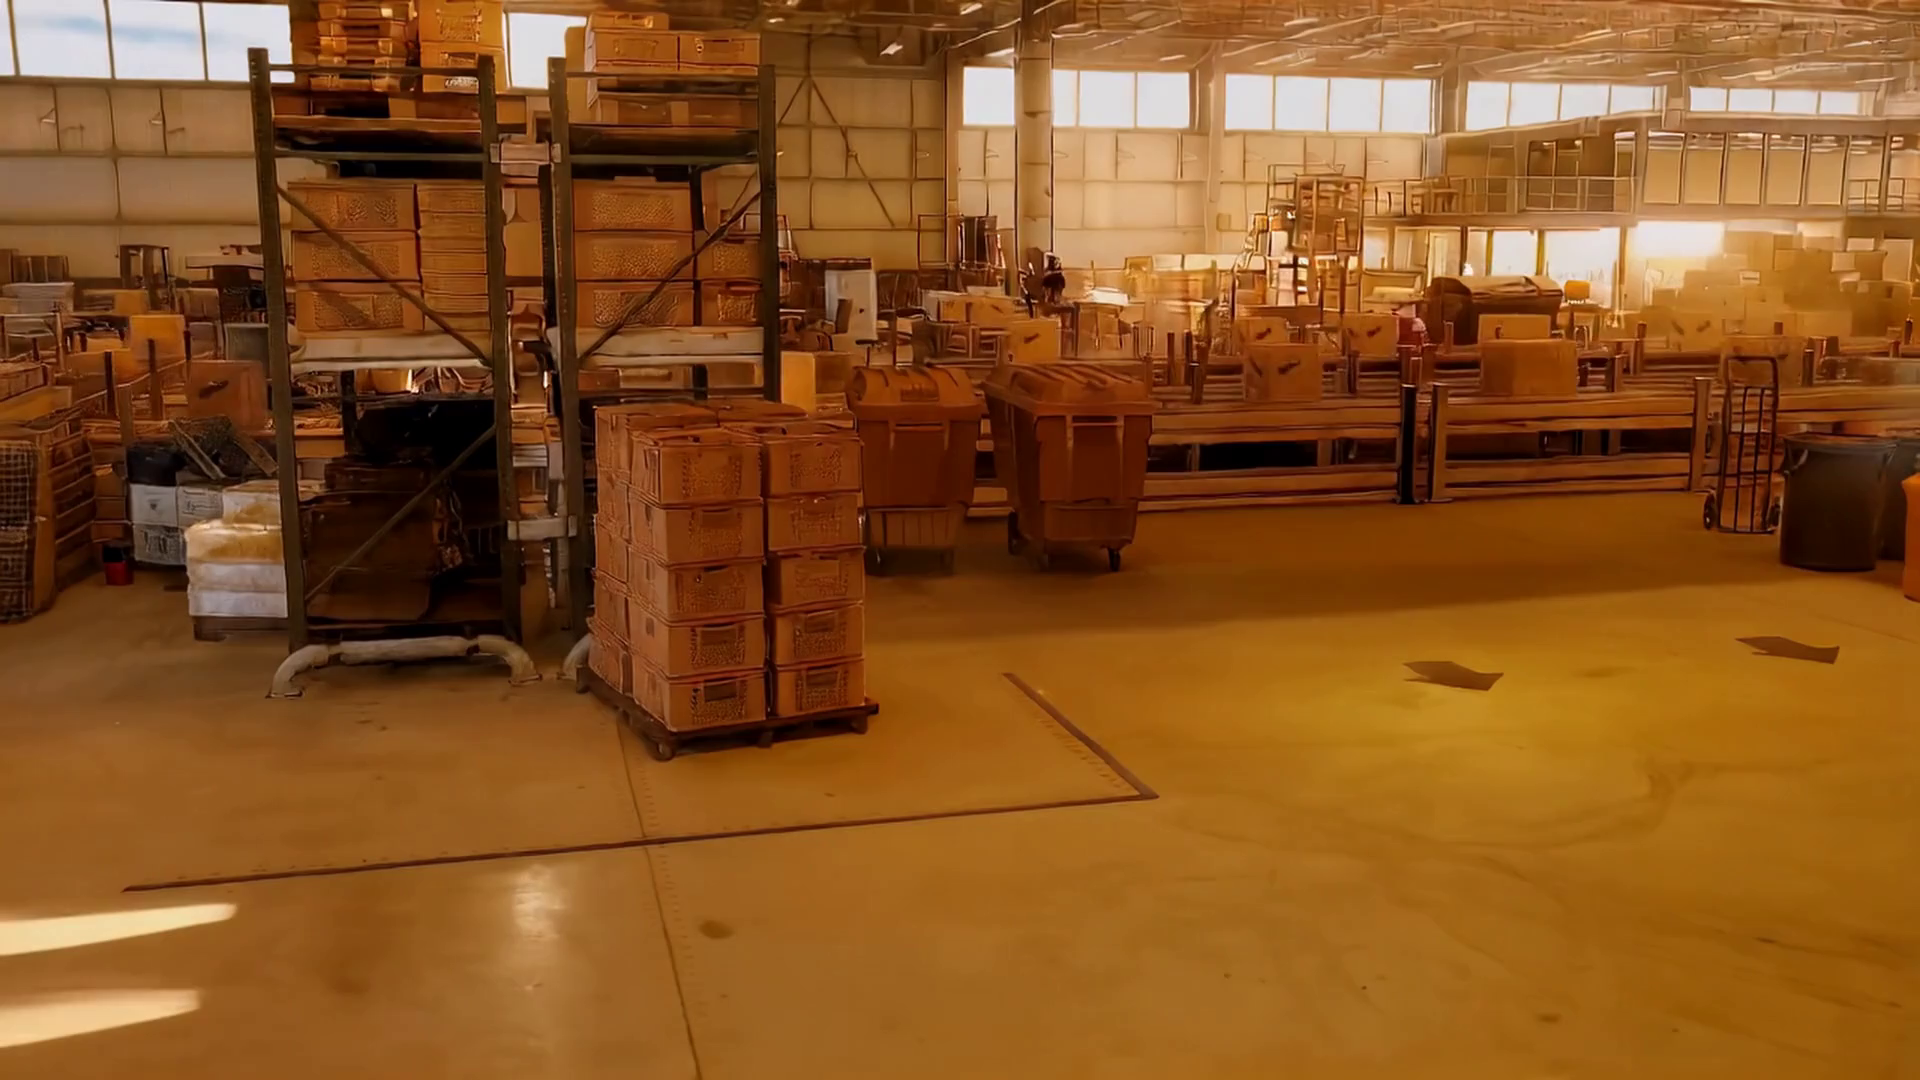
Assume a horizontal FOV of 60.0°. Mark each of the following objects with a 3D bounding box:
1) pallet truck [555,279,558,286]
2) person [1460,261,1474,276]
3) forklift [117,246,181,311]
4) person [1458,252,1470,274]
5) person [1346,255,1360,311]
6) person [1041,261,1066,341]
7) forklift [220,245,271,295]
[{"bbox_3d":[-10.604,-6.375,44.520,0.653,1.274,1.630,-3,10,-15],"label":"pallet truck"},{"bbox_3d":[12.681,-6.122,41.810,0.531,1.754,0.406,0,10,-3],"label":"person"},{"bbox_3d":[-19.966,-6.232,40.894,1.157,1.987,2.680,-3,10,-15],"label":"forklift"},{"bbox_3d":[17.433,-8.973,57.488,0.408,1.918,0.623,7,12,34],"label":"person"},{"bbox_3d":[12.857,-8.411,54.402,0.579,1.882,0.342,8,13,40],"label":"person"},{"bbox_3d":[1.958,-4.898,34.675,0.534,1.840,0.806,-1,10,-3],"label":"person"},{"bbox_3d":[-17.749,-6.334,41.440,1.157,1.987,2.680,-3,10,-17],"label":"forklift"}]
